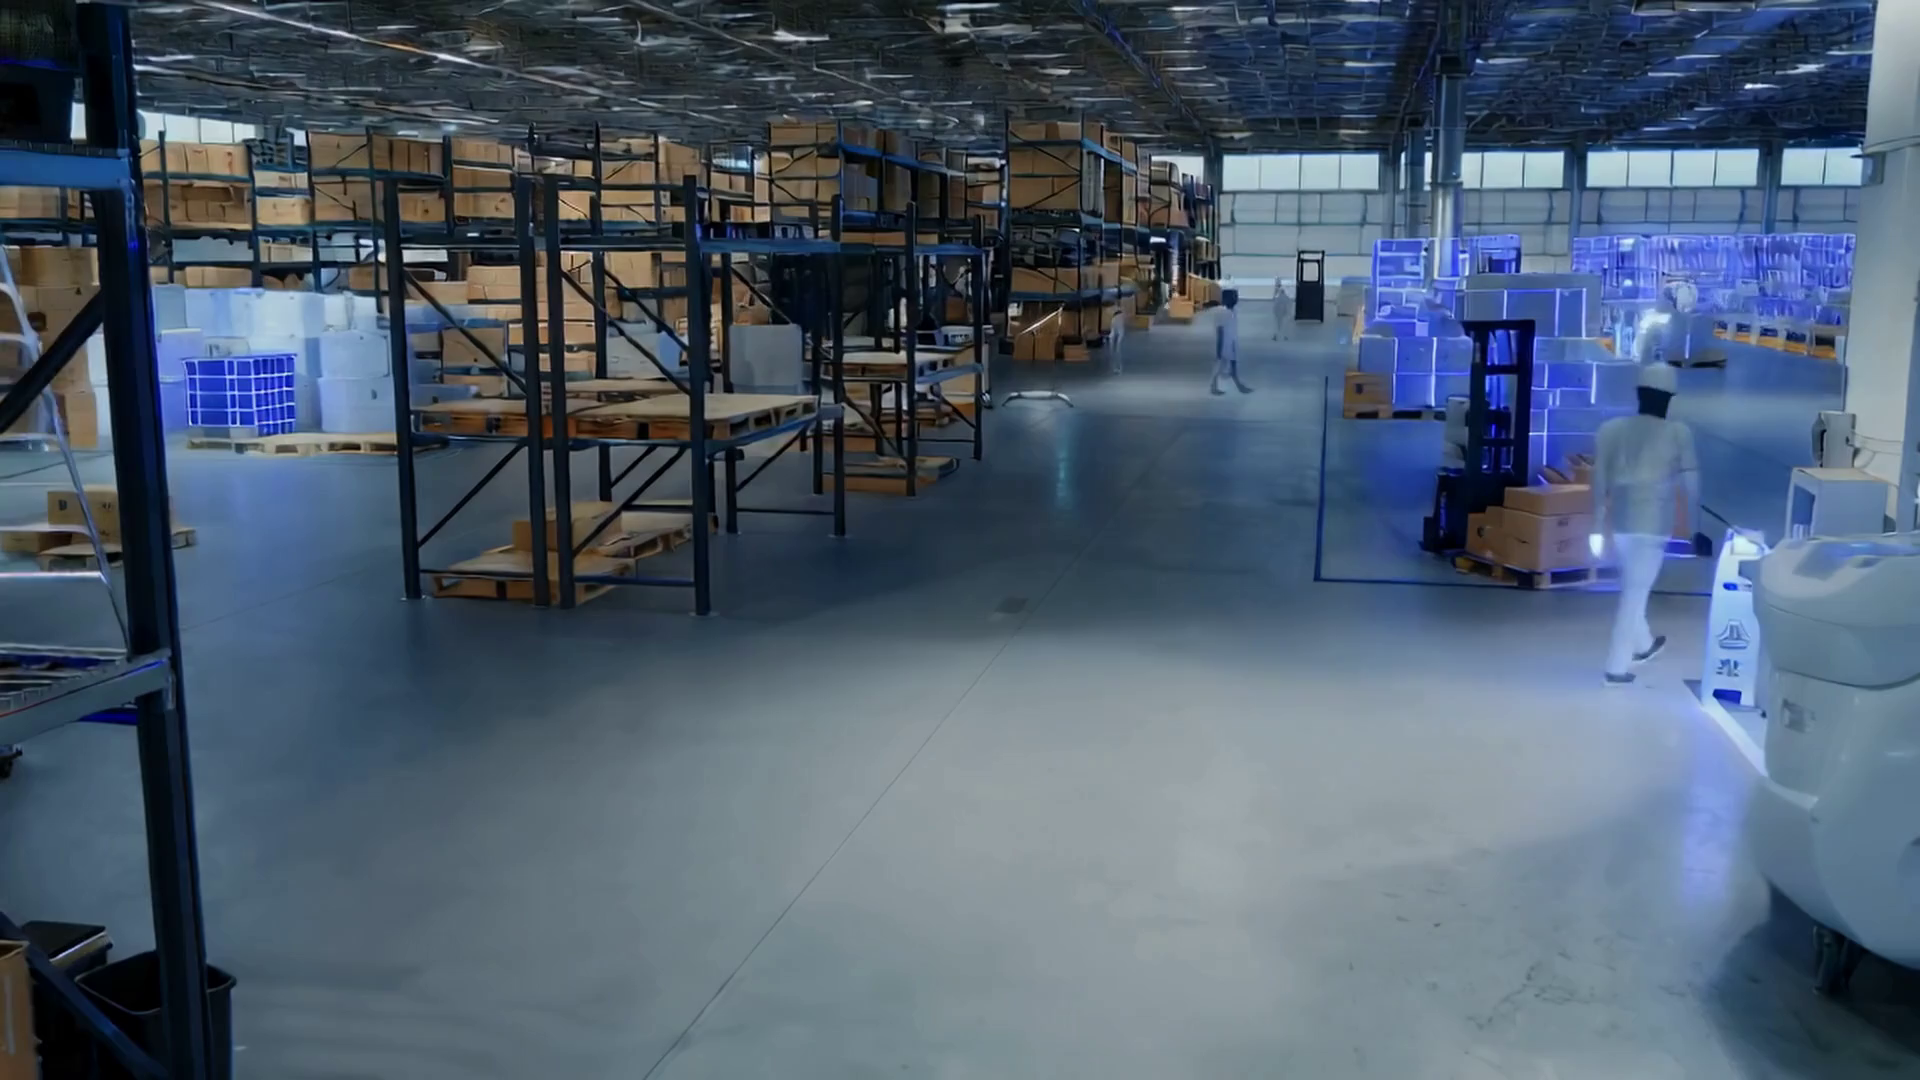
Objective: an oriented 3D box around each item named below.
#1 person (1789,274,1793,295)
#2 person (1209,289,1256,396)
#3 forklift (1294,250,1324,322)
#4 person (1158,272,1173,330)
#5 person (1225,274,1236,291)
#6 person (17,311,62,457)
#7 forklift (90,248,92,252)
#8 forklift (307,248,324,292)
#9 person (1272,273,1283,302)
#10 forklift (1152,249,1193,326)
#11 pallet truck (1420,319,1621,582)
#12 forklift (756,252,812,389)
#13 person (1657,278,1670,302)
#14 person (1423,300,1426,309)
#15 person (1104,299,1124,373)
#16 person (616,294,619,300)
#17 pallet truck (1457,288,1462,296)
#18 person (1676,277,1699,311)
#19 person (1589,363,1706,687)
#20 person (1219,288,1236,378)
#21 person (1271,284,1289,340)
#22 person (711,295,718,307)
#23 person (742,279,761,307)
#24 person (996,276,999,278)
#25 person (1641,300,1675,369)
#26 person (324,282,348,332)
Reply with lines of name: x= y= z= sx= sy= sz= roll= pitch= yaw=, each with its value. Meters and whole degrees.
person: x=39.861 y=-11.872 z=79.641 sx=0.587 sy=1.821 sz=0.404 roll=-3 pitch=10 yaw=-20
person: x=4.940 y=-3.549 z=30.027 sx=0.941 sy=1.923 sz=0.631 roll=3 pitch=10 yaw=17
forklift: x=13.778 y=-10.002 z=65.433 sx=1.129 sy=2.768 sz=1.873 roll=2 pitch=10 yaw=12
person: x=7.275 y=-8.392 z=58.435 sx=0.694 sy=2.016 sz=0.625 roll=2 pitch=10 yaw=14
person: x=13.968 y=-12.873 z=85.870 sx=0.535 sy=1.720 sz=0.893 roll=2 pitch=10 yaw=11
person: x=-11.525 y=-1.968 z=20.996 sx=0.659 sy=1.818 sz=0.654 roll=-9 pitch=13 yaw=-41
forklift: x=-26.442 y=-7.374 z=49.874 sx=1.129 sy=2.768 sz=1.873 roll=2 pitch=10 yaw=12
forklift: x=-20.072 y=-7.794 z=52.358 sx=1.873 sy=2.768 sz=1.129 roll=2 pitch=10 yaw=12
person: x=17.655 y=-13.946 z=92.161 sx=0.514 sy=1.733 sz=0.572 roll=7 pitch=12 yaw=35
forklift: x=7.646 y=-9.320 z=61.395 sx=1.873 sy=2.768 sz=1.129 roll=2 pitch=10 yaw=11
pallet truck: x=4.543 y=-0.757 z=13.299 sx=0.823 sy=1.965 sz=1.885 roll=-4 pitch=10 yaw=-22
forklift: x=-3.160 y=-4.341 z=31.910 sx=1.129 sy=2.768 sz=1.873 roll=2 pitch=10 yaw=12
person: x=24.564 y=-8.232 z=58.107 sx=0.403 sy=1.817 sz=0.597 roll=7 pitch=12 yaw=38
person: x=15.812 y=-7.802 z=56.129 sx=0.287 sy=1.627 sz=0.497 roll=-6 pitch=12 yaw=-34
person: x=3.342 y=-4.416 z=36.057 sx=0.510 sy=1.620 sz=0.528 roll=-3 pitch=10 yaw=-16
person: x=-8.461 y=-5.246 z=40.964 sx=0.523 sy=1.631 sz=0.321 roll=0 pitch=10 yaw=2
pallet truck: x=20.506 y=-9.785 z=68.819 sx=0.653 sy=1.274 sz=1.630 roll=2 pitch=10 yaw=12
person: x=23.762 y=-7.630 z=54.318 sx=0.662 sy=1.883 sz=0.667 roll=3 pitch=10 yaw=17
person: x=4.075 y=-0.104 z=9.820 sx=0.982 sy=1.870 sz=0.592 roll=-8 pitch=12 yaw=-39
person: x=5.624 y=-4.341 z=34.901 sx=0.319 sy=1.870 sz=0.532 roll=0 pitch=10 yaw=-3
person: x=9.867 y=-7.000 z=51.086 sx=0.534 sy=1.727 sz=0.916 roll=-3 pitch=10 yaw=-16
person: x=-6.133 y=-5.266 z=40.247 sx=0.590 sy=1.916 sz=0.399 roll=0 pitch=10 yaw=-3
person: x=-5.772 y=-6.278 z=46.206 sx=0.570 sy=1.926 sz=0.549 roll=2 pitch=10 yaw=13
person: x=2.199 y=-14.384 z=94.296 sx=1.000 sy=1.897 sz=0.614 roll=2 pitch=10 yaw=11
person: x=9.533 y=-2.322 z=22.789 sx=0.416 sy=1.924 sz=0.545 roll=2 pitch=10 yaw=14
person: x=-14.452 y=-4.969 z=38.415 sx=0.627 sy=1.941 sz=0.371 roll=-1 pitch=10 yaw=-8
